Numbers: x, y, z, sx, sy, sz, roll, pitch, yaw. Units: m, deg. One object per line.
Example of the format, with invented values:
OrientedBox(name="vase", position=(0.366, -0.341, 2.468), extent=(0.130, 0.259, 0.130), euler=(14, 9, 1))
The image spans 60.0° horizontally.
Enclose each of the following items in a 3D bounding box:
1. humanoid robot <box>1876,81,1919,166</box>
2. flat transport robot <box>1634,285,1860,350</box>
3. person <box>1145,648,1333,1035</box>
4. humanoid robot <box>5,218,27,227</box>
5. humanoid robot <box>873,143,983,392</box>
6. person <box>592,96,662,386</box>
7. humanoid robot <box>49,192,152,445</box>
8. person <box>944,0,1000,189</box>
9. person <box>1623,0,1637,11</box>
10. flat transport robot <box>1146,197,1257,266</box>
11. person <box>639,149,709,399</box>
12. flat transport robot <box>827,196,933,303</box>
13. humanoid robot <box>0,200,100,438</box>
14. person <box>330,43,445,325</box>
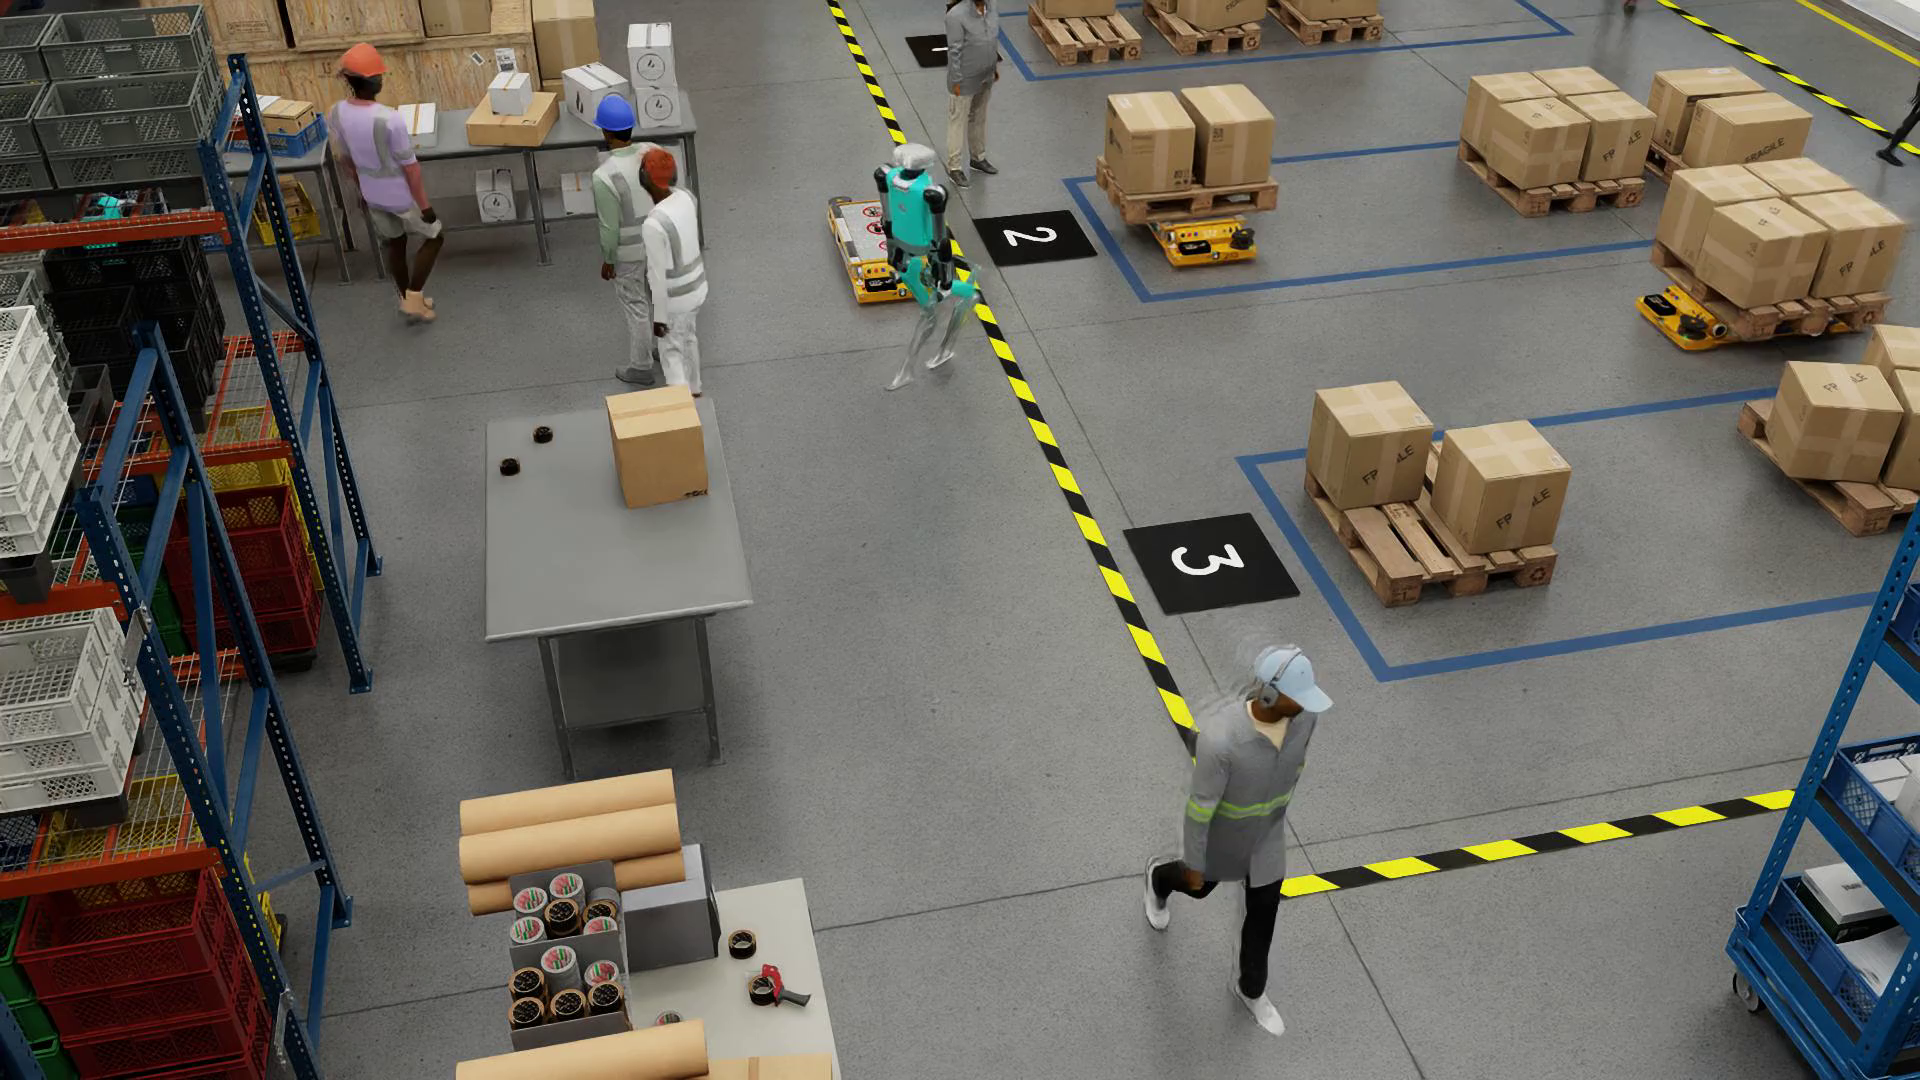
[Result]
OrientedBox(name="humanoid robot", position=(8.012, -3.735, 13.422), extent=(0.610, 1.619, 0.759), euler=(-15, 39, -19))
OrientedBox(name="flat transport robot", position=(5.602, -1.655, 11.754), extent=(1.431, 0.197, 0.652), euler=(-8, 37, -10))
OrientedBox(name="person", position=(1.122, 1.119, 6.771), extent=(0.629, 1.816, 0.884), euler=(-15, 39, -19))
OrientedBox(name="humanoid robot", position=(-6.200, -1.813, 10.829), extent=(0.609, 1.636, 0.694), euler=(22, 42, 26))
OrientedBox(name="humanoid robot", position=(-0.137, -1.795, 10.739), extent=(0.557, 1.770, 0.819), euler=(26, 44, 30))
OrientedBox(name="person", position=(-2.097, -1.916, 10.723), extent=(0.381, 1.948, 0.603), euler=(19, 41, 24))
OrientedBox(name="humanoid robot", position=(-5.096, -1.315, 10.017), extent=(0.530, 1.699, 0.749), euler=(-5, 37, -6))
OrientedBox(name="person", position=(0.097, -3.729, 13.313), extent=(0.404, 1.762, 0.561), euler=(28, 45, 32))
OrientedBox(name="person", position=(6.857, -6.331, 16.749), extent=(0.587, 1.842, 0.962), euler=(9, 38, 12))
OrientedBox(name="flat transport robot", position=(1.760, -2.577, 12.993), extent=(0.652, 0.197, 1.431), euler=(-8, 37, -10))
OrientedBox(name="person", position=(-1.796, -1.520, 10.273), extent=(0.484, 1.859, 0.599), euler=(11, 38, 14))
OrientedBox(name="flat transport robot", position=(-0.570, -2.220, 12.538), extent=(0.659, 0.231, 1.431), euler=(-8, 37, -10))
OrientedBox(name="humanoid robot", position=(-5.599, -1.336, 10.165), extent=(0.337, 1.657, 0.600), euler=(-17, 40, -21))
OrientedBox(name="person", position=(-3.833, -2.361, 11.250), extent=(0.643, 2.025, 0.427), euler=(15, 39, 19))
